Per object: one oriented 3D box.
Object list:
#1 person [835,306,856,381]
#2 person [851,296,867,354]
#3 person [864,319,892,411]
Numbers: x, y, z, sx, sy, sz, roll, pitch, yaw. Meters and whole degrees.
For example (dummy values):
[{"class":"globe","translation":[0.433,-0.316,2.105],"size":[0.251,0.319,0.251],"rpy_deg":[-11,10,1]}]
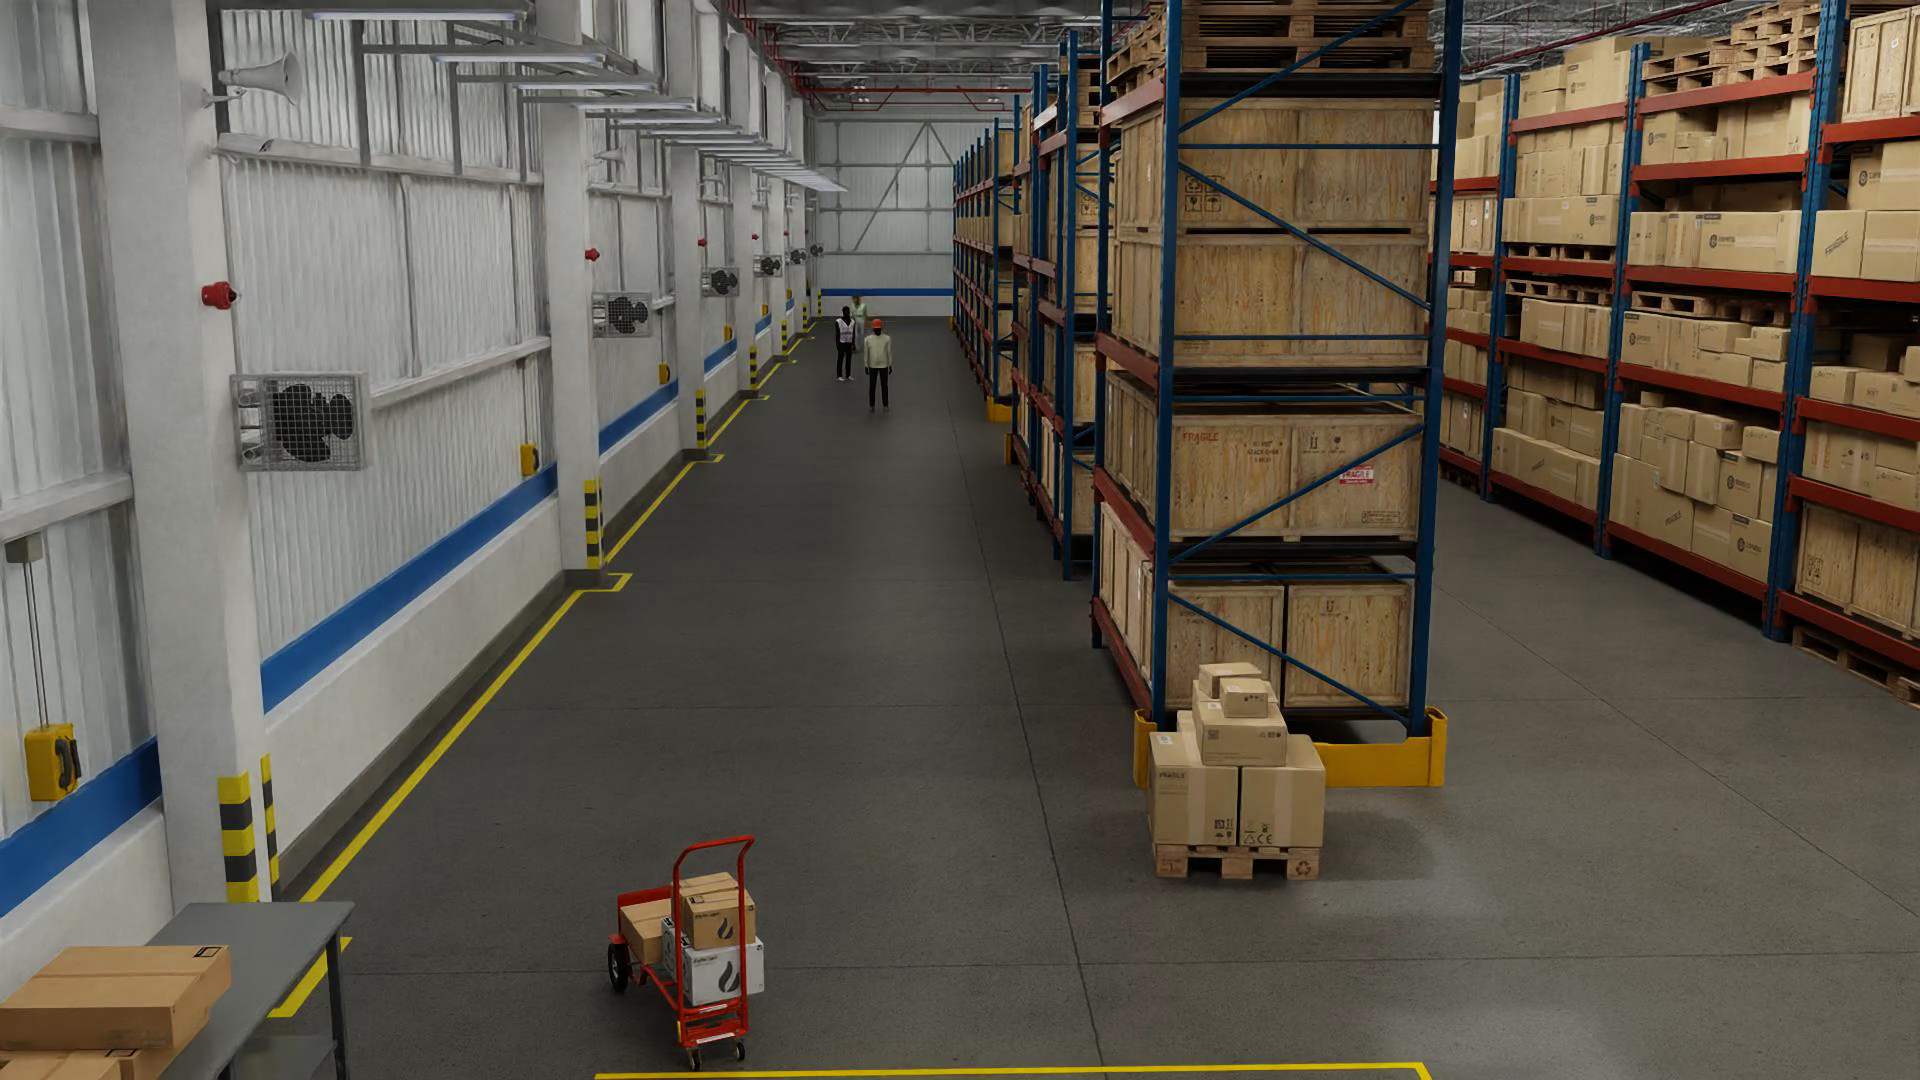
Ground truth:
[{"class":"person","translation":[-2.935,-5.016,42.496],"size":[0.584,1.908,0.387],"rpy_deg":[-9,14,-38]},{"class":"person","translation":[-3.092,-6.620,51.159],"size":[0.666,1.779,0.927],"rpy_deg":[7,13,31]},{"class":"person","translation":[-1.754,-3.740,35.650],"size":[0.616,1.987,0.407],"rpy_deg":[-1,11,-7]}]
